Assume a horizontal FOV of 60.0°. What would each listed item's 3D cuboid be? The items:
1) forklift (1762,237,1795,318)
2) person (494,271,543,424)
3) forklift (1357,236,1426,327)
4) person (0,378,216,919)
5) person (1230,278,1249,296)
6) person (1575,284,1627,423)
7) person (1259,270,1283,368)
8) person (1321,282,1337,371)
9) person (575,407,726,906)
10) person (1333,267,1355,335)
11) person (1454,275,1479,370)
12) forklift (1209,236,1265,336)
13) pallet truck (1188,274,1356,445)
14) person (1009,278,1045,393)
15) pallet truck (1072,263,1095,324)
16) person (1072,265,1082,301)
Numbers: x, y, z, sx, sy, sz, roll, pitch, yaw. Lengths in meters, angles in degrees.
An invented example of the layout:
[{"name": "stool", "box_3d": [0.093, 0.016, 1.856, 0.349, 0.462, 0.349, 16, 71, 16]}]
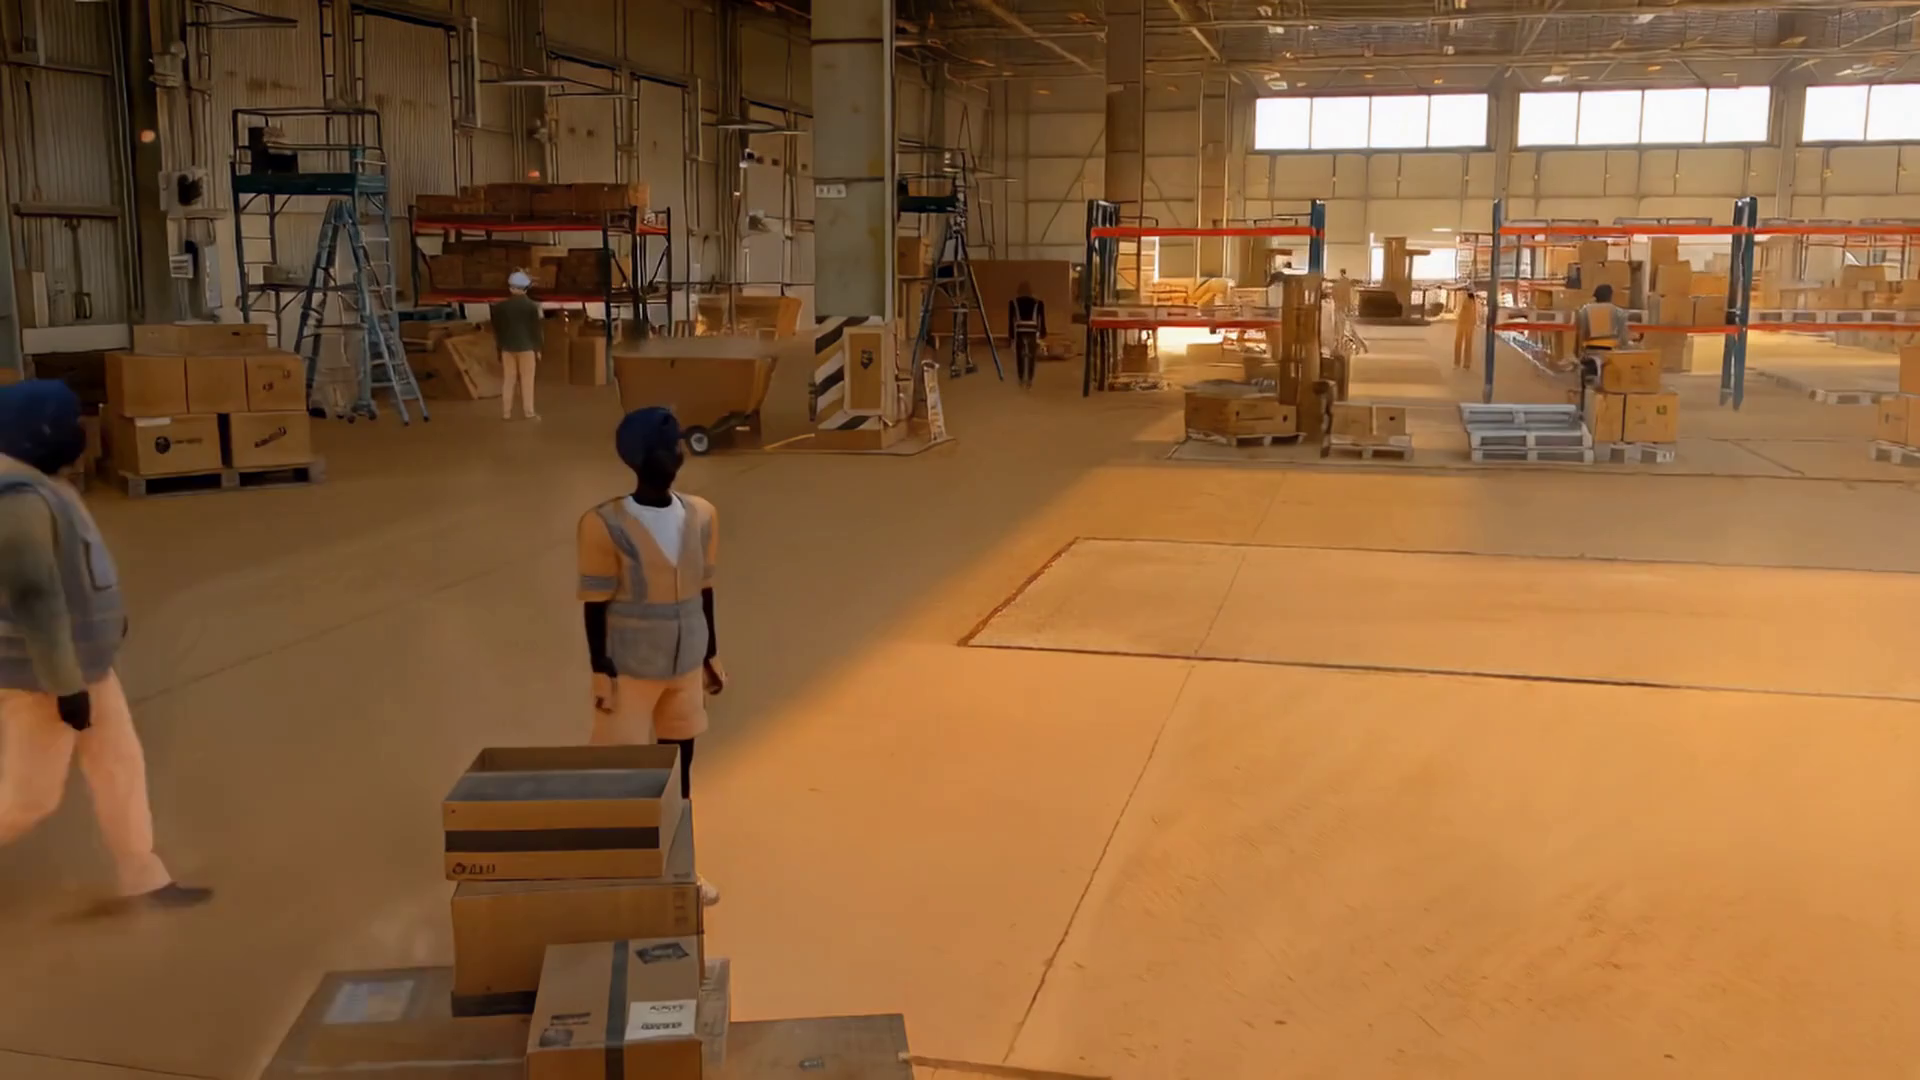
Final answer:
[{"name": "forklift", "box_3d": [26.000, -8.220, 52.801, 1.873, 2.768, 1.129, 0, 10, -2]}, {"name": "person", "box_3d": [-5.786, -2.519, 21.845, 0.620, 1.991, 0.399, 2, 10, 12]}, {"name": "forklift", "box_3d": [13.506, -8.075, 51.951, 1.873, 2.768, 1.129, -2, 10, -14]}, {"name": "person", "box_3d": [-2.929, 0.398, 5.223, 0.867, 1.811, 0.624, -3, 10, -18]}, {"name": "person", "box_3d": [8.024, -6.723, 47.699, 0.550, 1.604, 0.771, 3, 10, 17]}, {"name": "person", "box_3d": [8.206, -2.357, 21.339, 0.627, 1.844, 0.429, 4, 10, 20]}, {"name": "person", "box_3d": [6.239, -4.370, 32.930, 0.639, 1.937, 0.387, -8, 13, -40]}, {"name": "person", "box_3d": [6.886, -4.049, 31.713, 0.567, 1.715, 0.702, 5, 11, 28]}, {"name": "person", "box_3d": [-1.007, 0.409, 5.469, 0.530, 1.697, 0.321, -9, 13, -43]}, {"name": "person", "box_3d": [10.611, -6.617, 46.232, 0.648, 1.897, 0.934, -1, 10, -7]}, {"name": "person", "box_3d": [9.890, -4.241, 32.421, 0.505, 1.845, 0.345, -4, 10, -22]}, {"name": "forklift", "box_3d": [7.727, -6.784, 44.348, 1.873, 2.768, 1.129, 8, 12, 38]}, {"name": "pallet truck", "box_3d": [3.653, -2.138, 19.590, 1.885, 1.965, 0.823, -4, 10, -20]}, {"name": "person", "box_3d": [1.077, -3.316, 26.983, 0.575, 1.849, 0.928, 1, 10, 6]}, {"name": "pallet truck", "box_3d": [4.325, -8.180, 55.162, 0.823, 1.965, 1.885, 6, 11, 31]}, {"name": "person", "box_3d": [3.881, -8.347, 56.420, 0.409, 1.910, 0.541, -8, 12, -39]}]
